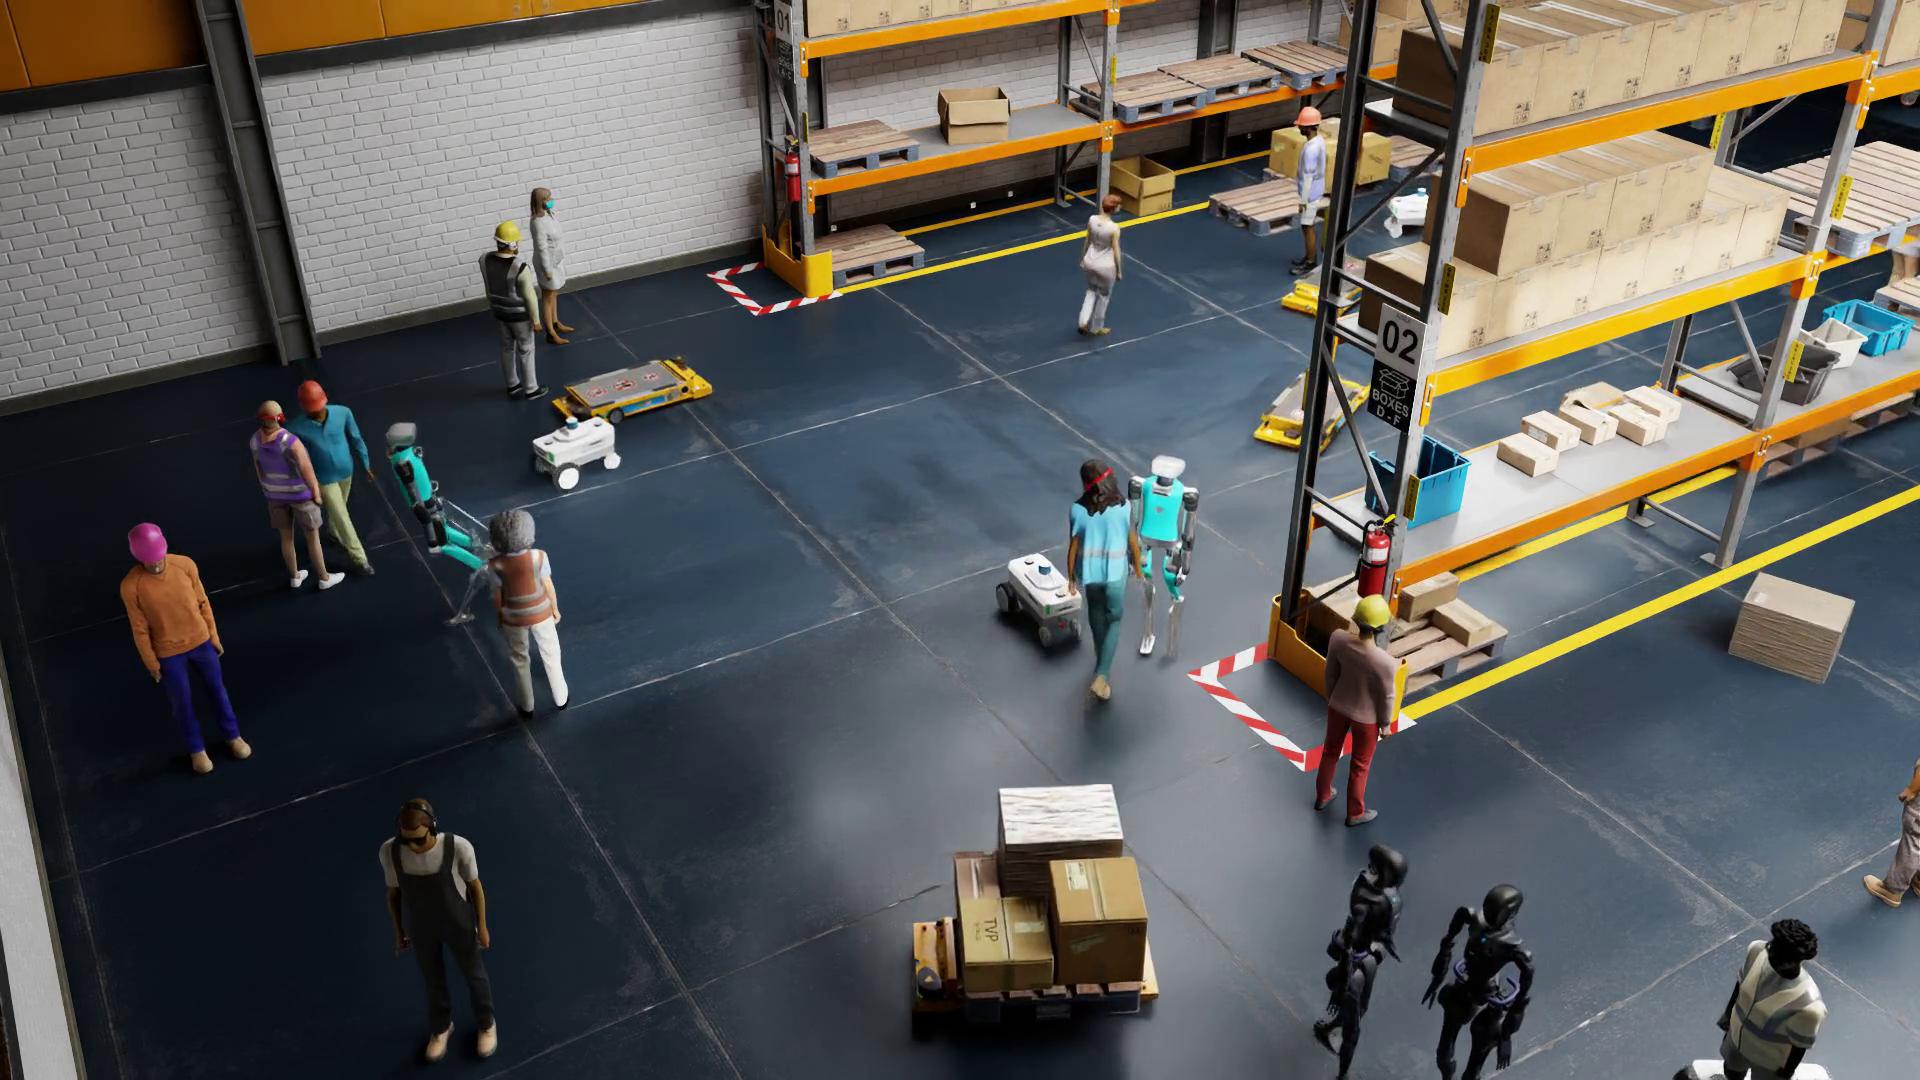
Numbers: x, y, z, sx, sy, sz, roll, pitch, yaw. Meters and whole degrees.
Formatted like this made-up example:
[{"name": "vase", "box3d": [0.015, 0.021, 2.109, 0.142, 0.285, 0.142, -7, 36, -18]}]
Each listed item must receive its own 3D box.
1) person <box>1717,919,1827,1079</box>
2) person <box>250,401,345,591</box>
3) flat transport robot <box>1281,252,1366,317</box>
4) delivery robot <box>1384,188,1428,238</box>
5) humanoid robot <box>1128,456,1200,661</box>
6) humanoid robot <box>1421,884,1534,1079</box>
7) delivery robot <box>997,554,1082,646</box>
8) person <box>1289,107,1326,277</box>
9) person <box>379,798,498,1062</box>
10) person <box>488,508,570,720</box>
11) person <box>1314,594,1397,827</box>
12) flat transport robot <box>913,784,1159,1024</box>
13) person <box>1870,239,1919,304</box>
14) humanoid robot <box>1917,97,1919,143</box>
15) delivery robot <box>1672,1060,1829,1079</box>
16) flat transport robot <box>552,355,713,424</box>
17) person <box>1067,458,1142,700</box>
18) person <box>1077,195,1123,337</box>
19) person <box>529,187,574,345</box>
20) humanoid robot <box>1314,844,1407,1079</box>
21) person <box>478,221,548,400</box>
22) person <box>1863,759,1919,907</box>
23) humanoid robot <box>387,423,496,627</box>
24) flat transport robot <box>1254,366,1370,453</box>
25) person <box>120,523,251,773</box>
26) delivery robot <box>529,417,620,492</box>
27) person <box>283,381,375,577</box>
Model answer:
[{"name": "person", "box3d": [4.137, 2.602, 8.597, 0.320, 1.693, 0.535, -8, 33, -13]}, {"name": "person", "box3d": [-5.342, -0.344, 13.290, 0.476, 1.694, 0.349, 5, 32, 8]}, {"name": "flat transport robot", "box3d": [4.238, -2.855, 18.637, 0.659, 0.231, 1.431, 22, 38, 31]}, {"name": "delivery robot", "box3d": [5.572, -3.948, 20.127, 0.811, 0.613, 0.499, -1, 32, -2]}, {"name": "humanoid robot", "box3d": [1.538, 0.094, 12.569, 0.546, 1.817, 0.664, 11, 34, 17]}, {"name": "humanoid robot", "box3d": [2.732, 2.463, 8.821, 0.341, 1.649, 0.584, -22, 38, -30]}, {"name": "delivery robot", "box3d": [0.656, 0.416, 13.130, 0.499, 0.572, 0.747, -14, 35, -21]}, {"name": "person", "box3d": [3.923, -3.945, 18.833, 0.446, 1.921, 0.550, 9, 33, 13]}, {"name": "person", "box3d": [-2.869, 2.140, 9.188, 0.512, 1.842, 0.327, -2, 32, -4]}, {"name": "person", "box3d": [-3.097, 0.530, 11.897, 0.453, 1.688, 0.299, -10, 33, -15]}, {"name": "person", "box3d": [2.604, 1.108, 10.905, 0.305, 1.772, 0.524, -27, 41, -36]}, {"name": "flat transport robot", "box3d": [0.443, 2.517, 10.070, 1.431, 0.231, 0.659, -2, 32, -3]}, {"name": "person", "box3d": [10.091, -3.147, 17.727, 0.640, 1.722, 0.559, -13, 34, -20]}, {"name": "humanoid robot", "box3d": [13.473, -6.265, 22.775, 0.612, 1.643, 0.416, -13, 34, -19]}, {"name": "delivery robot", "box3d": [4.279, 3.043, 8.980, 0.790, 0.614, 0.499, 1, 32, 2]}, {"name": "flat transport robot", "box3d": [-3.233, -1.456, 16.405, 1.431, 0.231, 0.659, -20, 37, -29]}, {"name": "person", "box3d": [1.044, 0.267, 12.191, 0.539, 1.829, 0.886, 7, 33, 11]}, {"name": "person", "box3d": [1.448, -2.833, 17.320, 0.483, 1.627, 0.472, 24, 39, 33]}, {"name": "person", "box3d": [-4.269, -2.875, 17.356, 0.343, 1.659, 0.485, 1, 32, 1]}, {"name": "humanoid robot", "box3d": [2.216, 2.302, 9.124, 0.476, 1.638, 0.608, 25, 40, 34]}, {"name": "person", "box3d": [-4.324, -2.220, 16.169, 0.605, 1.817, 0.403, 15, 35, 23]}, {"name": "person", "box3d": [6.035, 1.515, 10.251, 0.459, 1.774, 0.314, -9, 33, -14]}, {"name": "humanoid robot", "box3d": [-3.892, -0.117, 12.928, 0.850, 1.808, 0.537, -9, 33, -13]}, {"name": "flat transport robot", "box3d": [3.427, -1.268, 16.106, 0.659, 0.231, 1.431, 17, 36, 25]}, {"name": "person", "box3d": [-5.315, 0.720, 11.339, 0.516, 1.973, 0.403, -26, 41, -35]}, {"name": "delivery robot", "box3d": [-3.515, -0.824, 15.126, 0.774, 0.592, 0.499, -26, 40, -35]}, {"name": "person", "box3d": [-5.146, -0.567, 13.645, 0.582, 1.696, 0.873, -26, 40, -35]}]
